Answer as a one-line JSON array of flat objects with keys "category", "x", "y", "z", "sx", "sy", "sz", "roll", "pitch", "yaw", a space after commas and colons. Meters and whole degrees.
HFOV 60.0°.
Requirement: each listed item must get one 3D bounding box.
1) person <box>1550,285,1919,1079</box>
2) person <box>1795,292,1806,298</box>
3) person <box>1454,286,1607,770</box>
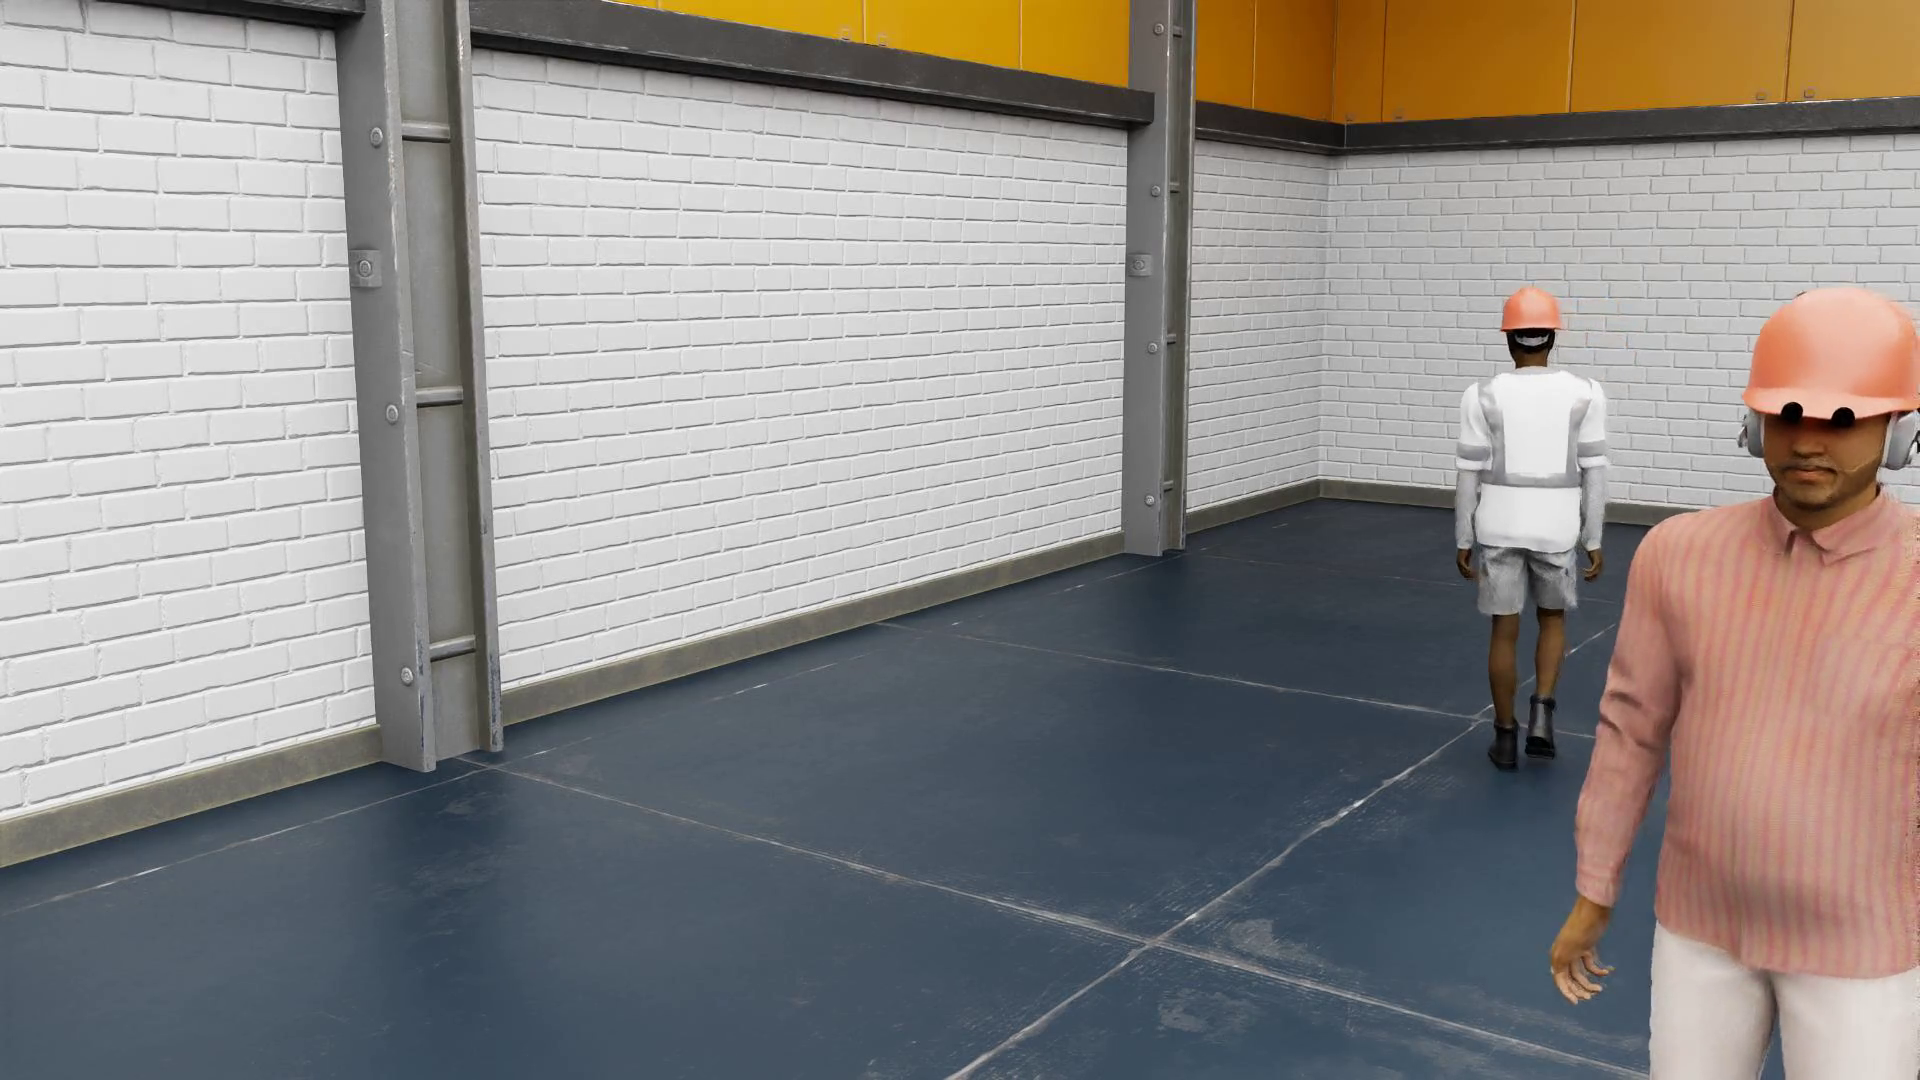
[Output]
[{"category": "person", "x": 1.261, "y": 0.606, "z": 2.587, "sx": 0.484, "sy": 1.986, "sz": 0.640, "roll": -8, "pitch": 12, "yaw": -40}, {"category": "person", "x": 5.443, "y": -0.671, "z": 10.659, "sx": 0.656, "sy": 1.828, "sz": 0.468, "roll": -6, "pitch": 11, "yaw": -30}, {"category": "person", "x": 2.253, "y": -0.039, "z": 6.619, "sx": 0.579, "sy": 1.920, "sz": 0.399, "roll": 2, "pitch": 10, "yaw": 11}]
